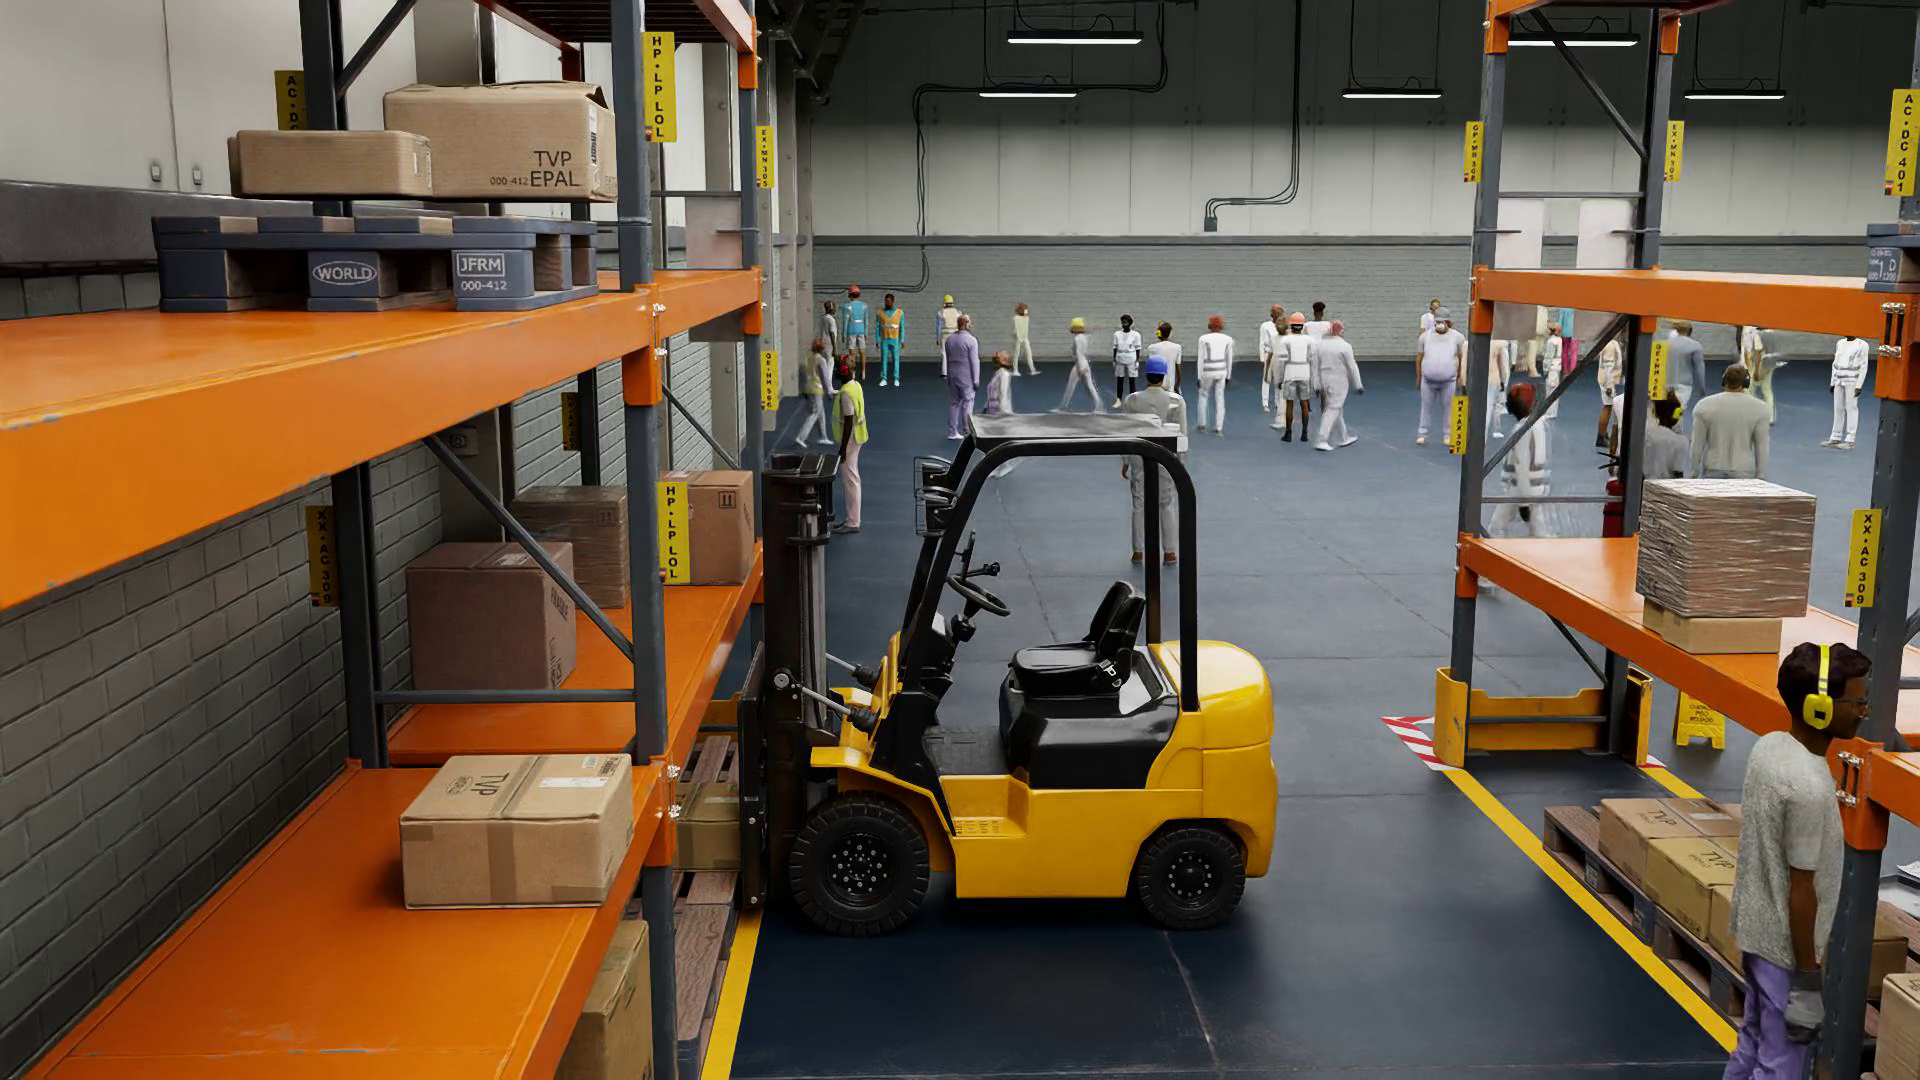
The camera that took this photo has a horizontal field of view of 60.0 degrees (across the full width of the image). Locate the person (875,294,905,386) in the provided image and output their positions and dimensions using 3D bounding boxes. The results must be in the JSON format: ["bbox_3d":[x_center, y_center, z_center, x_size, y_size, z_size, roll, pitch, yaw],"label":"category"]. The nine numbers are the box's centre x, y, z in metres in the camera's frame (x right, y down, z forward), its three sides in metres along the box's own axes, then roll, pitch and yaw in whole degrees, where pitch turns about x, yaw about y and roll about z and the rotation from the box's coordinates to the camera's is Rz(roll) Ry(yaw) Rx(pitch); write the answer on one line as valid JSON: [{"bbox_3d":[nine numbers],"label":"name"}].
[{"bbox_3d":[-1.456,-4.162,34.585,0.631,1.918,0.416,0,10,2],"label":"person"}]

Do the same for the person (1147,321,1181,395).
[{"bbox_3d":[2.884,-2.168,23.623,0.537,1.867,0.314,-2,10,-12],"label":"person"}]

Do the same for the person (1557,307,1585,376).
[{"bbox_3d":[13.466,-4.531,36.616,0.647,1.942,1.049,4,11,20],"label":"person"}]

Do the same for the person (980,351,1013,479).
[{"bbox_3d":[0.465,-1.584,21.076,0.379,1.610,0.547,-3,11,-14],"label":"person"}]

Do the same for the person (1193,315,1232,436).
[{"bbox_3d":[3.908,-2.559,25.857,0.609,1.846,0.883,-2,10,-13],"label":"person"}]

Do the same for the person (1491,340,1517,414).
[{"bbox_3d":[9.428,-3.137,28.984,0.389,1.887,0.585,-7,12,-34],"label":"person"}]

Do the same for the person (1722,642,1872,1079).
[{"bbox_3d":[2.407,1.202,4.845,0.309,1.868,0.535,2,10,12],"label":"person"}]

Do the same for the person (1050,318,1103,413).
[{"bbox_3d":[2.052,-2.965,28.558,0.936,1.683,0.492,4,11,22],"label":"person"}]

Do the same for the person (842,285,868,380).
[{"bbox_3d":[-2.287,-4.498,36.107,0.605,2.045,0.381,-6,12,-28],"label":"person"}]

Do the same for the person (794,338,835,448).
[{"bbox_3d":[-2.131,-2.145,24.241,0.769,1.614,0.510,-6,12,-29],"label":"person"}]

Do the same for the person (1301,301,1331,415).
[{"bbox_3d":[6.192,-3.151,28.856,0.611,1.958,0.376,6,12,28],"label":"person"}]

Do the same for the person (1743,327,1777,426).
[{"bbox_3d":[12.996,-2.788,27.224,0.610,1.808,0.860,-8,13,-37],"label":"person"}]

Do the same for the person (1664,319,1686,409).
[{"bbox_3d":[12.897,-3.225,29.890,0.499,1.710,0.467,-7,12,-33],"label":"person"}]

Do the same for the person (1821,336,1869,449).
[{"bbox_3d":[12.842,-2.260,24.094,0.356,1.883,0.573,-3,11,-15],"label":"person"}]

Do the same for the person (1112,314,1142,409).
[{"bbox_3d":[2.975,-3.178,29.725,0.536,1.695,0.321,5,12,28],"label":"person"}]

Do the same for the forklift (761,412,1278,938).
[{"bbox_3d":[0.291,0.548,7.580,2.313,2.155,1.214,0,10,-2],"label":"forklift"}]

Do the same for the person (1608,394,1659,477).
[{"bbox_3d":[6.510,-0.770,15.935,0.561,1.836,0.394,8,13,36],"label":"person"}]

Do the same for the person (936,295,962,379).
[{"bbox_3d":[-0.245,-4.442,36.378,0.590,1.836,0.404,-4,11,-20],"label":"person"}]

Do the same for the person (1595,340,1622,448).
[{"bbox_3d":[9.492,-2.301,24.210,0.391,1.924,0.553,5,11,26],"label":"person"}]

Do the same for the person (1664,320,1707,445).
[{"bbox_3d":[10.313,-2.198,23.705,0.999,1.889,0.631,-6,12,-31],"label":"person"}]

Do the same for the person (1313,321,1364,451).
[{"bbox_3d":[5.464,-2.223,23.963,0.963,1.855,0.652,-6,12,-29],"label":"person"}]

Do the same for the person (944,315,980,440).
[{"bbox_3d":[0.060,-2.436,25.043,0.398,1.898,0.645,-10,14,-43],"label":"person"}]

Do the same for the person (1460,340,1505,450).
[{"bbox_3d":[7.591,-2.295,24.178,0.611,1.932,1.079,4,11,20],"label":"person"}]

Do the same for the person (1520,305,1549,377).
[{"bbox_3d":[12.754,-4.652,36.975,0.684,2.000,0.691,-6,12,-30],"label":"person"}]

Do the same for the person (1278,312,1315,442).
[{"bbox_3d":[5.030,-2.433,24.899,0.542,1.939,0.364,0,10,-2],"label":"person"}]

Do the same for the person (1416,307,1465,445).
[{"bbox_3d":[7.046,-2.405,24.458,0.688,2.000,0.536,4,11,22],"label":"person"}]

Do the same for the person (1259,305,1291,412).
[{"bbox_3d":[5.543,-3.187,29.256,0.576,1.882,0.355,-2,10,-12],"label":"person"}]

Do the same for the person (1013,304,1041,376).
[{"bbox_3d":[1.450,-4.441,37.008,0.507,1.606,0.746,-9,14,-42],"label":"person"}]

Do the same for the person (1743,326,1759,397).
[{"bbox_3d":[15.244,-3.644,32.121,0.324,1.769,0.523,2,10,11],"label":"person"}]

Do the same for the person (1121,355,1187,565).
[{"bbox_3d":[1.796,-0.736,15.419,0.609,1.946,0.405,2,10,10],"label":"person"}]

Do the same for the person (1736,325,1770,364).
[{"bbox_3d":[15.761,-3.825,32.976,0.651,1.816,0.679,0,10,-2],"label":"person"}]

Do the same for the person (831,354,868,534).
[{"bbox_3d":[-1.140,-0.986,17.093,0.389,1.846,0.567,0,10,2],"label":"person"}]

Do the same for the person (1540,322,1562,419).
[{"bbox_3d":[10.017,-2.868,28.146,0.309,1.644,0.516,7,12,34],"label":"person"}]

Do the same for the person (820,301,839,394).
[{"bbox_3d":[-2.585,-3.789,32.756,0.341,1.838,0.501,-6,12,-32],"label":"person"}]

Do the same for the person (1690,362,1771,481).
[{"bbox_3d":[6.772,-0.597,14.669,0.635,1.937,0.353,6,12,29],"label":"person"}]

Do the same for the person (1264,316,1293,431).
[{"bbox_3d":[5.049,-2.636,26.397,0.522,1.806,0.892,9,13,40],"label":"person"}]

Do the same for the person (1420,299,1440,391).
[{"bbox_3d":[9.497,-3.917,33.426,0.508,1.847,0.345,-1,10,-3],"label":"person"}]
